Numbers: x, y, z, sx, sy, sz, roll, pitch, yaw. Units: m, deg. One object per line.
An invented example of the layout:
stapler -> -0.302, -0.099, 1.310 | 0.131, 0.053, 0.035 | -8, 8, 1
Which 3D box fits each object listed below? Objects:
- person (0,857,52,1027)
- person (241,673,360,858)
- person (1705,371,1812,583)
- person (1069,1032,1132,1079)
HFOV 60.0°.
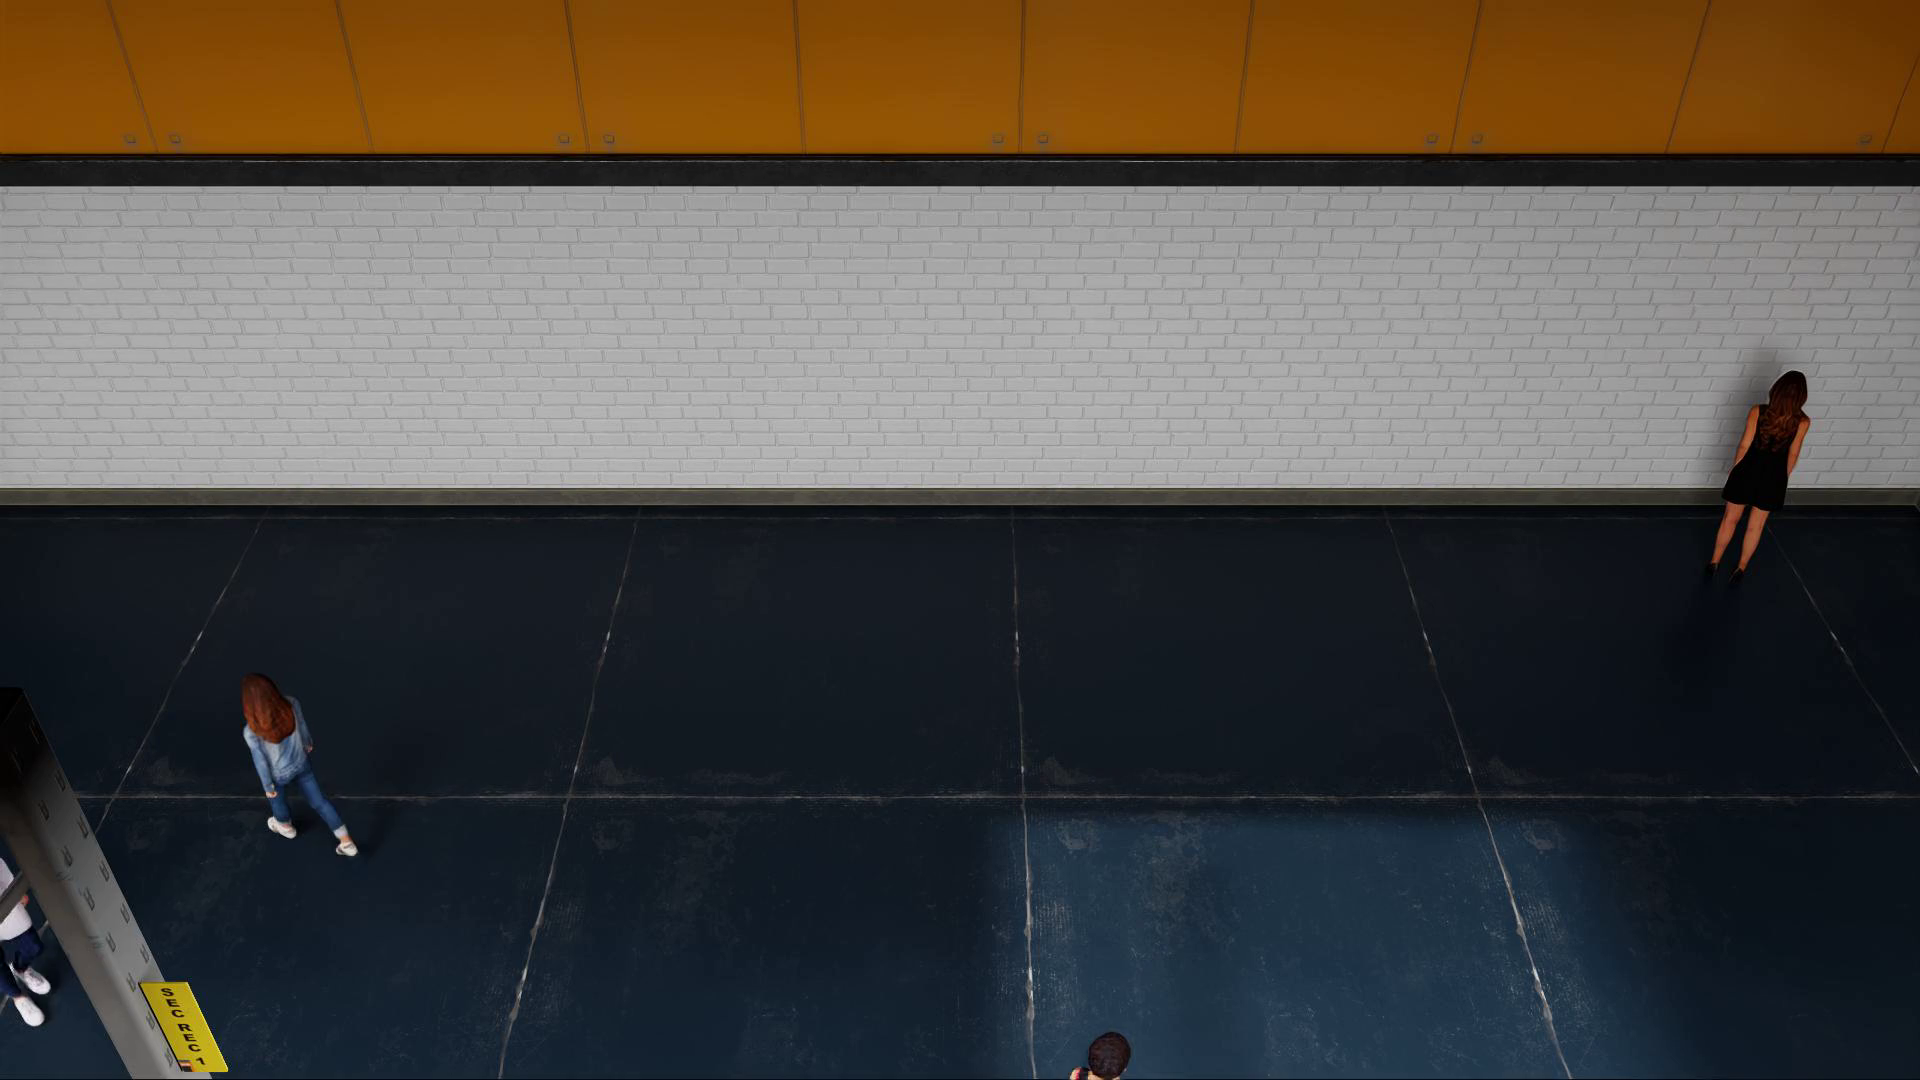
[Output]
person -> -5.432, 2.011, 9.152 | 0.836, 1.765, 0.761 | 24, 45, 27
person -> -4.057, 1.407, 10.156 | 0.971, 1.456, 1.018 | 22, 43, 25
person -> 5.841, -0.446, 12.172 | 0.654, 1.835, 0.653 | 16, 41, 19
person -> 0.644, 3.003, 8.115 | 0.916, 1.509, 1.098 | 23, 44, 26
